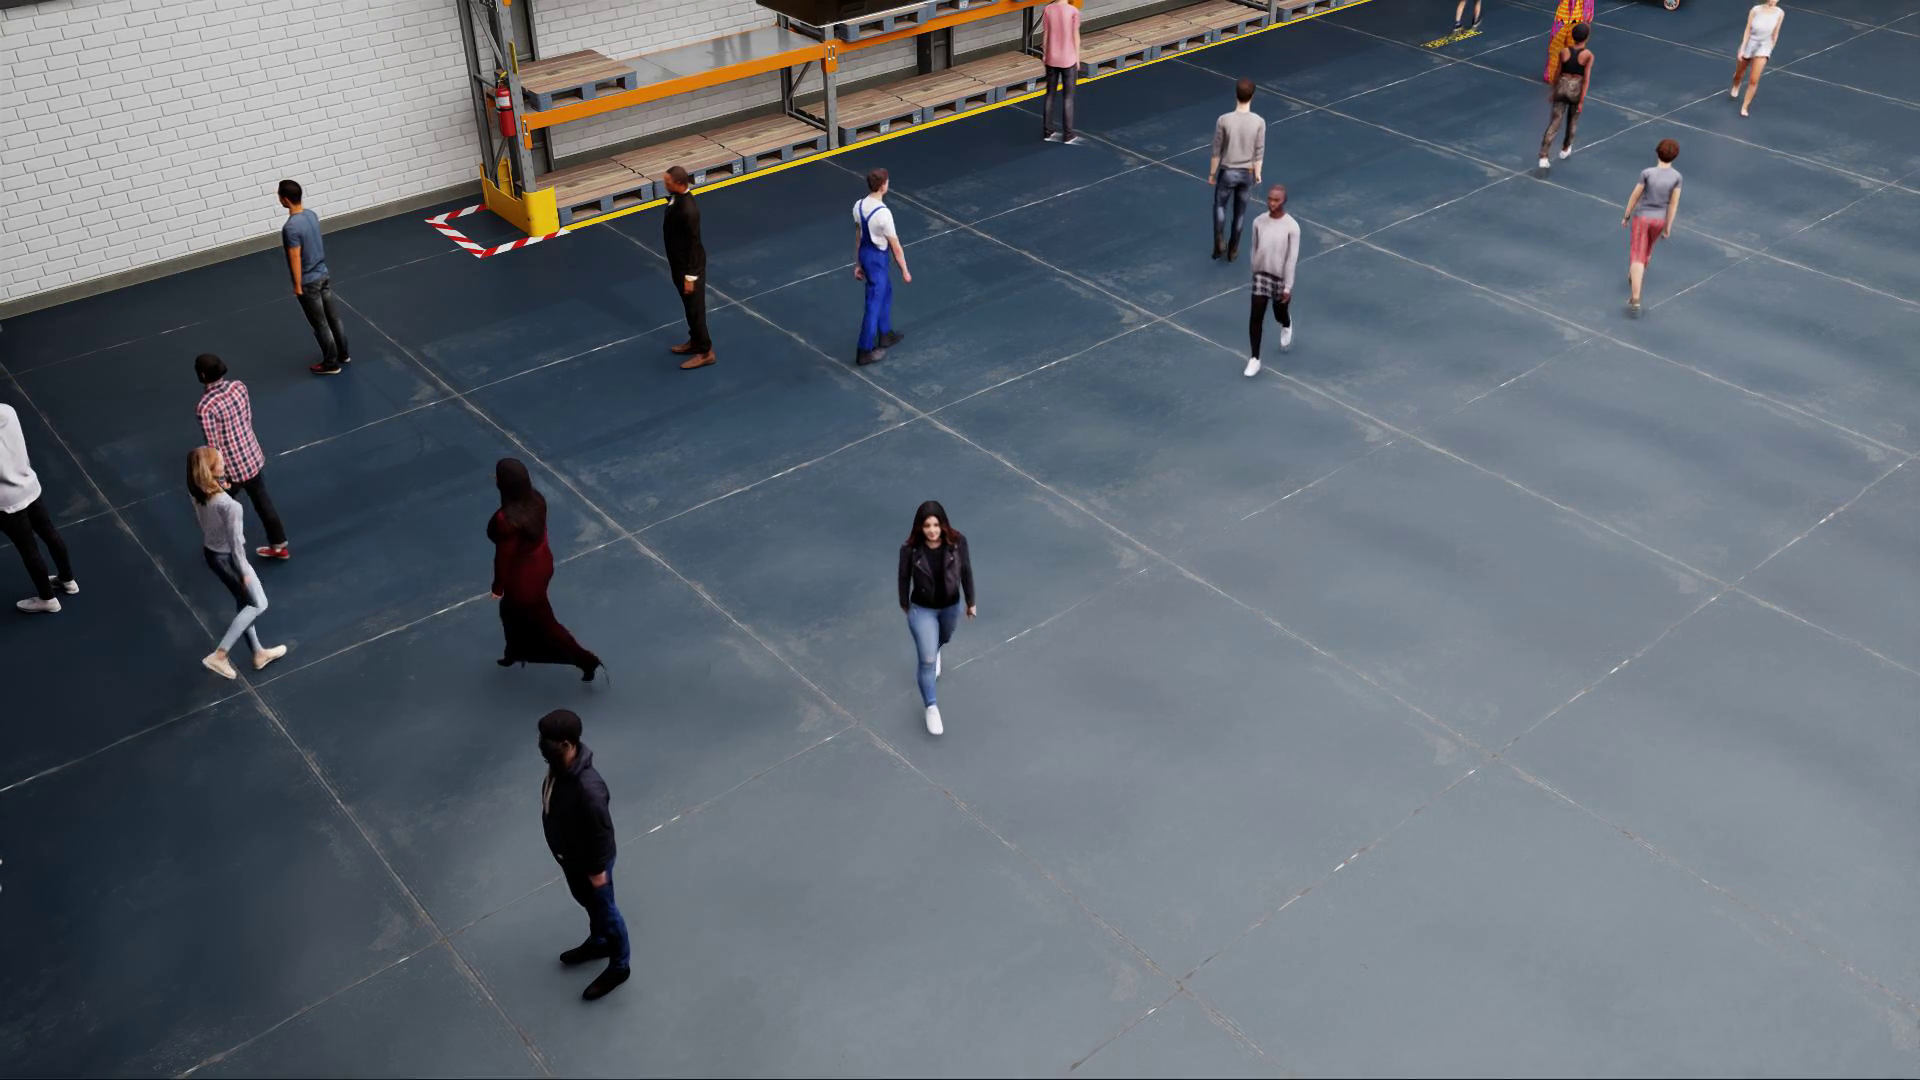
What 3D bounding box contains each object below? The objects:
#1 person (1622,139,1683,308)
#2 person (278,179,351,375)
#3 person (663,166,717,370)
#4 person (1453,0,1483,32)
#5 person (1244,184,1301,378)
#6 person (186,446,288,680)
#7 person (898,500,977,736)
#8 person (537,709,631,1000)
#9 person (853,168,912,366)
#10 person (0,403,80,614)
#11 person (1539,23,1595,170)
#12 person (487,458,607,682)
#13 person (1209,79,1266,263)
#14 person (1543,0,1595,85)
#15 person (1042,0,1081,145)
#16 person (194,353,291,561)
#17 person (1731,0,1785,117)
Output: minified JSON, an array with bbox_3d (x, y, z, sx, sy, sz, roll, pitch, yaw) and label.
[{"bbox_3d":[6.693,-3.034,16.158,1.057,1.617,1.176,6,34,8],"label":"person"},{"bbox_3d":[-5.842,-2.376,14.997,0.763,1.807,0.698,3,34,5],"label":"person"},{"bbox_3d":[-2.465,-2.491,15.082,0.755,1.903,0.784,-10,35,-15],"label":"person"},{"bbox_3d":[7.300,-7.975,23.774,0.676,1.414,0.989,23,40,31],"label":"person"},{"bbox_3d":[2.866,-2.382,15.056,0.872,1.751,1.163,18,38,25],"label":"person"},{"bbox_3d":[-4.964,0.199,11.148,0.742,1.778,0.923,20,38,27],"label":"person"},{"bbox_3d":[-0.171,0.402,11.004,1.119,1.599,0.999,-8,34,-12],"label":"person"},{"bbox_3d":[-1.996,1.639,8.877,0.590,1.895,0.686,-21,39,-28],"label":"person"},{"bbox_3d":[-0.849,-2.438,15.073,0.850,1.824,0.623,-23,40,-31],"label":"person"},{"bbox_3d":[-6.735,-0.354,11.843,0.834,1.929,0.751,6,34,9],"label":"person"},{"bbox_3d":[6.974,-5.080,19.197,0.817,1.659,1.221,20,39,28],"label":"person"},{"bbox_3d":[-2.806,0.260,11.106,1.145,1.723,1.080,2,34,3],"label":"person"},{"bbox_3d":[2.808,-3.684,16.888,0.908,1.890,0.971,4,34,6],"label":"person"},{"bbox_3d":[8.047,-6.851,21.842,0.712,1.681,0.698,-17,37,-23],"label":"person"},{"bbox_3d":[1.199,-5.750,19.937,0.707,1.957,0.706,13,36,19],"label":"person"},{"bbox_3d":[-5.313,-0.571,12.335,0.998,1.746,0.955,10,35,14],"label":"person"},{"bbox_3d":[10.019,-6.204,20.951,0.838,1.589,1.009,11,35,17],"label":"person"}]
